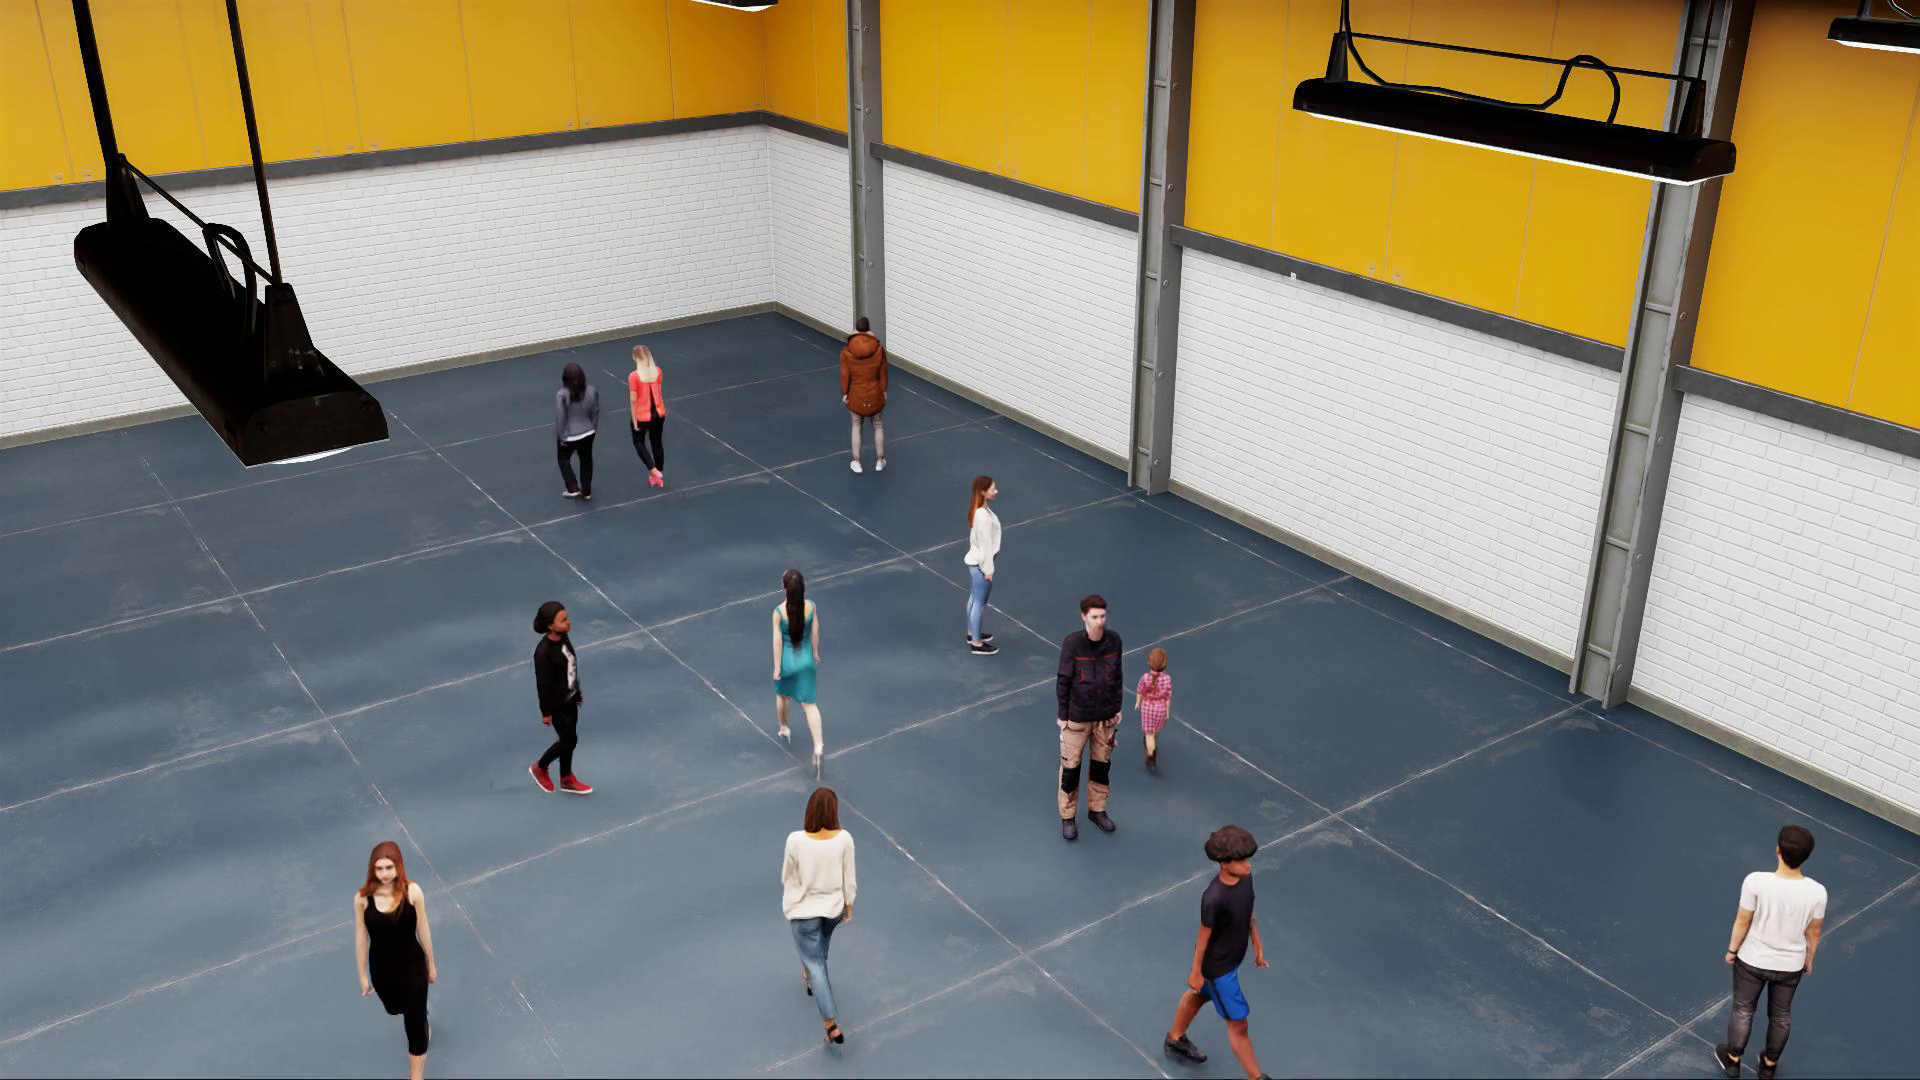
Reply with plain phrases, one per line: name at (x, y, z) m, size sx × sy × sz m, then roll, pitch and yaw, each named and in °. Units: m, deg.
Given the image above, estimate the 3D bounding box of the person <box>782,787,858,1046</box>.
person at (-0.871, 2.357, 10.300) m, size 0.816 × 1.632 × 1.140 m, roll -8°, pitch 25°, yaw -18°

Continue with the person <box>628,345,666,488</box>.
person at (-3.463, -1.353, 18.726) m, size 0.625 × 1.680 × 0.723 m, roll -17°, pitch 29°, yaw -34°

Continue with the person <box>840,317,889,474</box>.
person at (-1.096, -1.681, 19.281) m, size 0.835 × 1.837 × 0.860 m, roll -3°, pitch 24°, yaw -7°

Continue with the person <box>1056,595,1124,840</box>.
person at (0.966, 1.295, 12.364) m, size 0.761 × 1.925 × 0.714 m, roll -7°, pitch 25°, yaw -16°

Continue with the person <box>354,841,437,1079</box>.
person at (-3.321, 2.504, 9.883) m, size 0.950 × 1.697 × 1.177 m, roll -2°, pitch 24°, yaw -4°

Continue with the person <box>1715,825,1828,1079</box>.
person at (4.842, 2.469, 9.933) m, size 0.679 × 1.720 × 0.760 m, roll 6°, pitch 24°, yaw 14°

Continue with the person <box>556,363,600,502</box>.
person at (-4.215, -1.170, 18.422) m, size 0.689 × 1.589 × 0.666 m, roll -19°, pitch 30°, yaw -37°

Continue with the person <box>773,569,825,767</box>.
person at (-1.270, 1.048, 13.270) m, size 0.704 × 1.651 × 1.082 m, roll -10°, pitch 26°, yaw -22°

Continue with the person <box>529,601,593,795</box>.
person at (-3.160, 1.232, 12.835) m, size 0.849 × 1.662 × 0.787 m, roll 5°, pitch 24°, yaw 11°

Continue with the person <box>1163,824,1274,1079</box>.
person at (1.483, 2.465, 9.914) m, size 1.203 × 1.744 × 0.872 m, roll 17°, pitch 29°, yaw 33°

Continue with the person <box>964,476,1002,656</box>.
person at (0.194, 0.211, 15.135) m, size 0.769 × 1.692 × 0.651 m, roll -3°, pitch 24°, yaw -6°

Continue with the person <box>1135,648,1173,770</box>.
person at (1.550, 1.357, 13.363) m, size 0.622 × 1.011 × 0.789 m, roll -3°, pitch 24°, yaw -7°
